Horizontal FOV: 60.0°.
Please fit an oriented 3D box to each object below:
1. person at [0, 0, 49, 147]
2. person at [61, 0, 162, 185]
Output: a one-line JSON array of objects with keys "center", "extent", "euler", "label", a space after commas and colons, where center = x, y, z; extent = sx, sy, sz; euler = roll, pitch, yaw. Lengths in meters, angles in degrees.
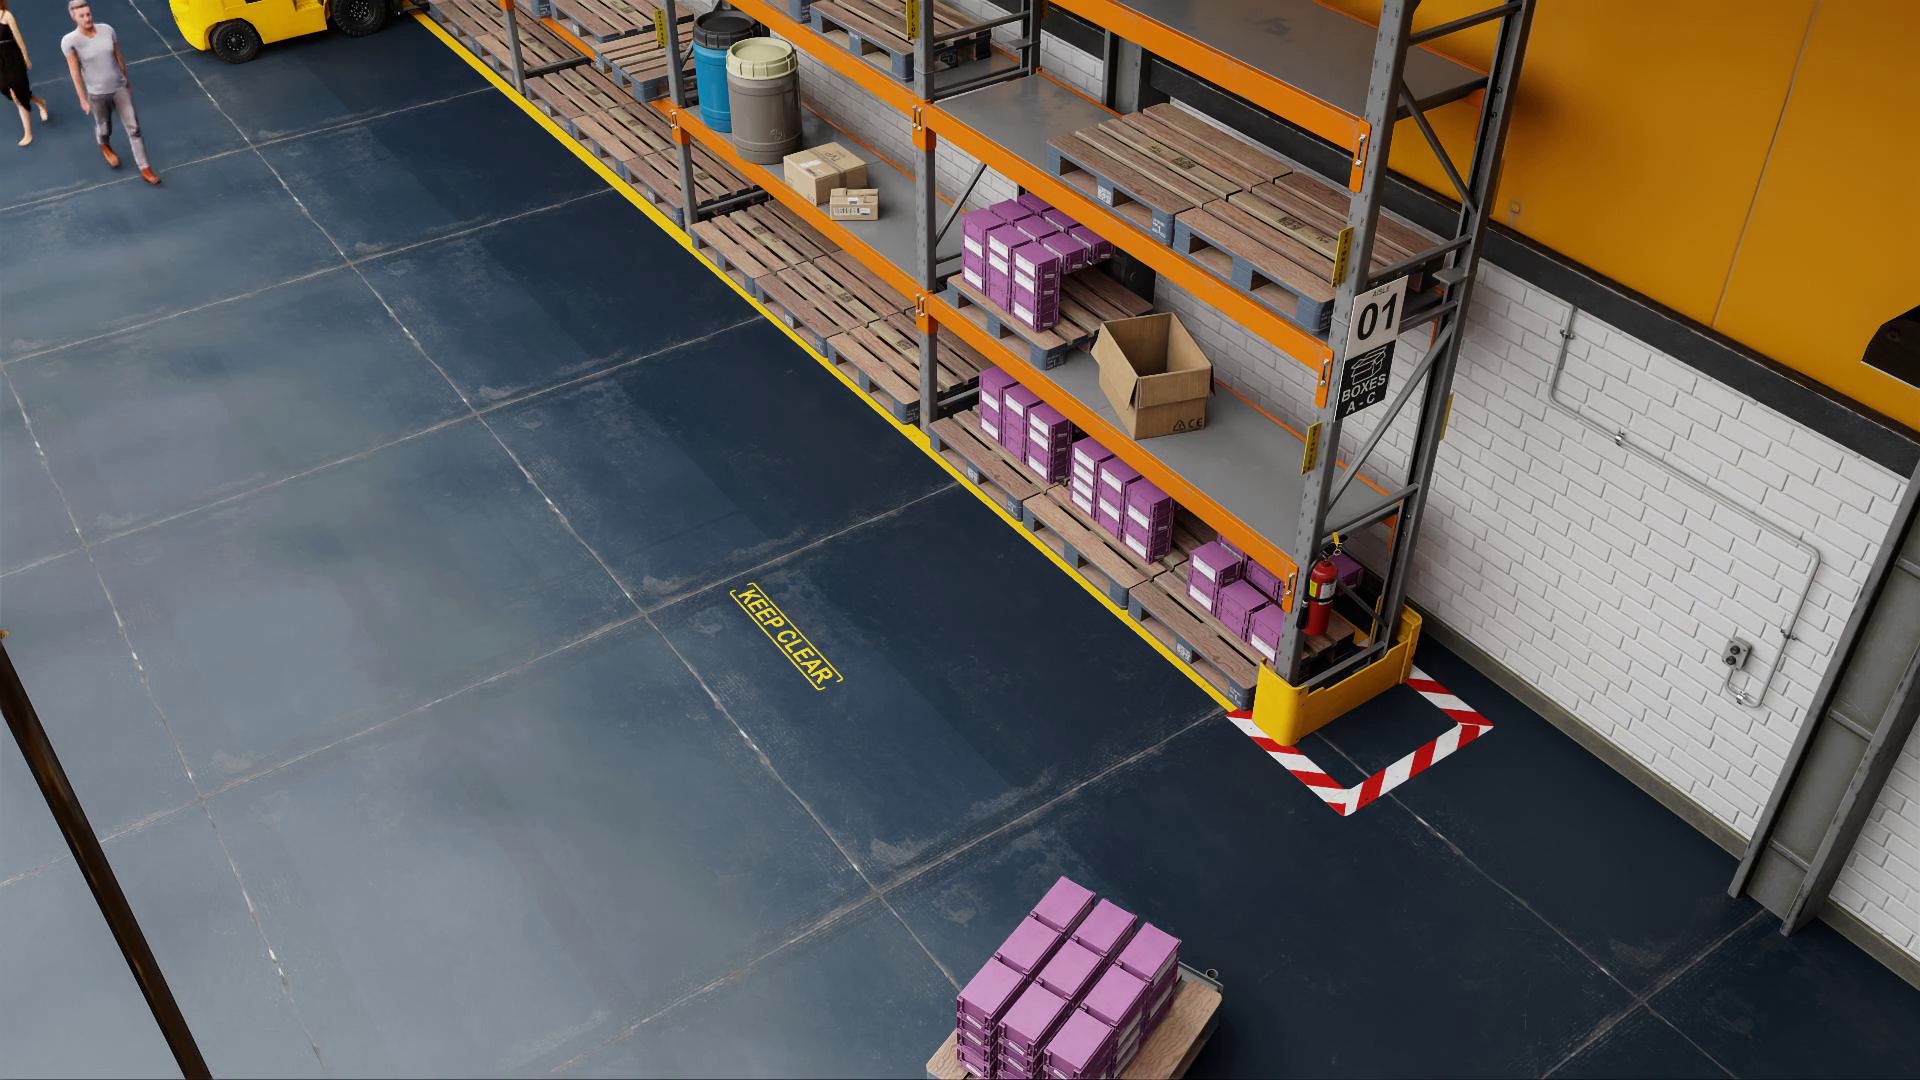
[{"center": [-9.733, -4.939, 17.081], "extent": [0.953, 1.594, 1.106], "euler": [1, 39, 1], "label": "person"}, {"center": [-8.372, -4.394, 16.239], "extent": [1.264, 1.793, 0.887], "euler": [30, 48, 32], "label": "person"}]
